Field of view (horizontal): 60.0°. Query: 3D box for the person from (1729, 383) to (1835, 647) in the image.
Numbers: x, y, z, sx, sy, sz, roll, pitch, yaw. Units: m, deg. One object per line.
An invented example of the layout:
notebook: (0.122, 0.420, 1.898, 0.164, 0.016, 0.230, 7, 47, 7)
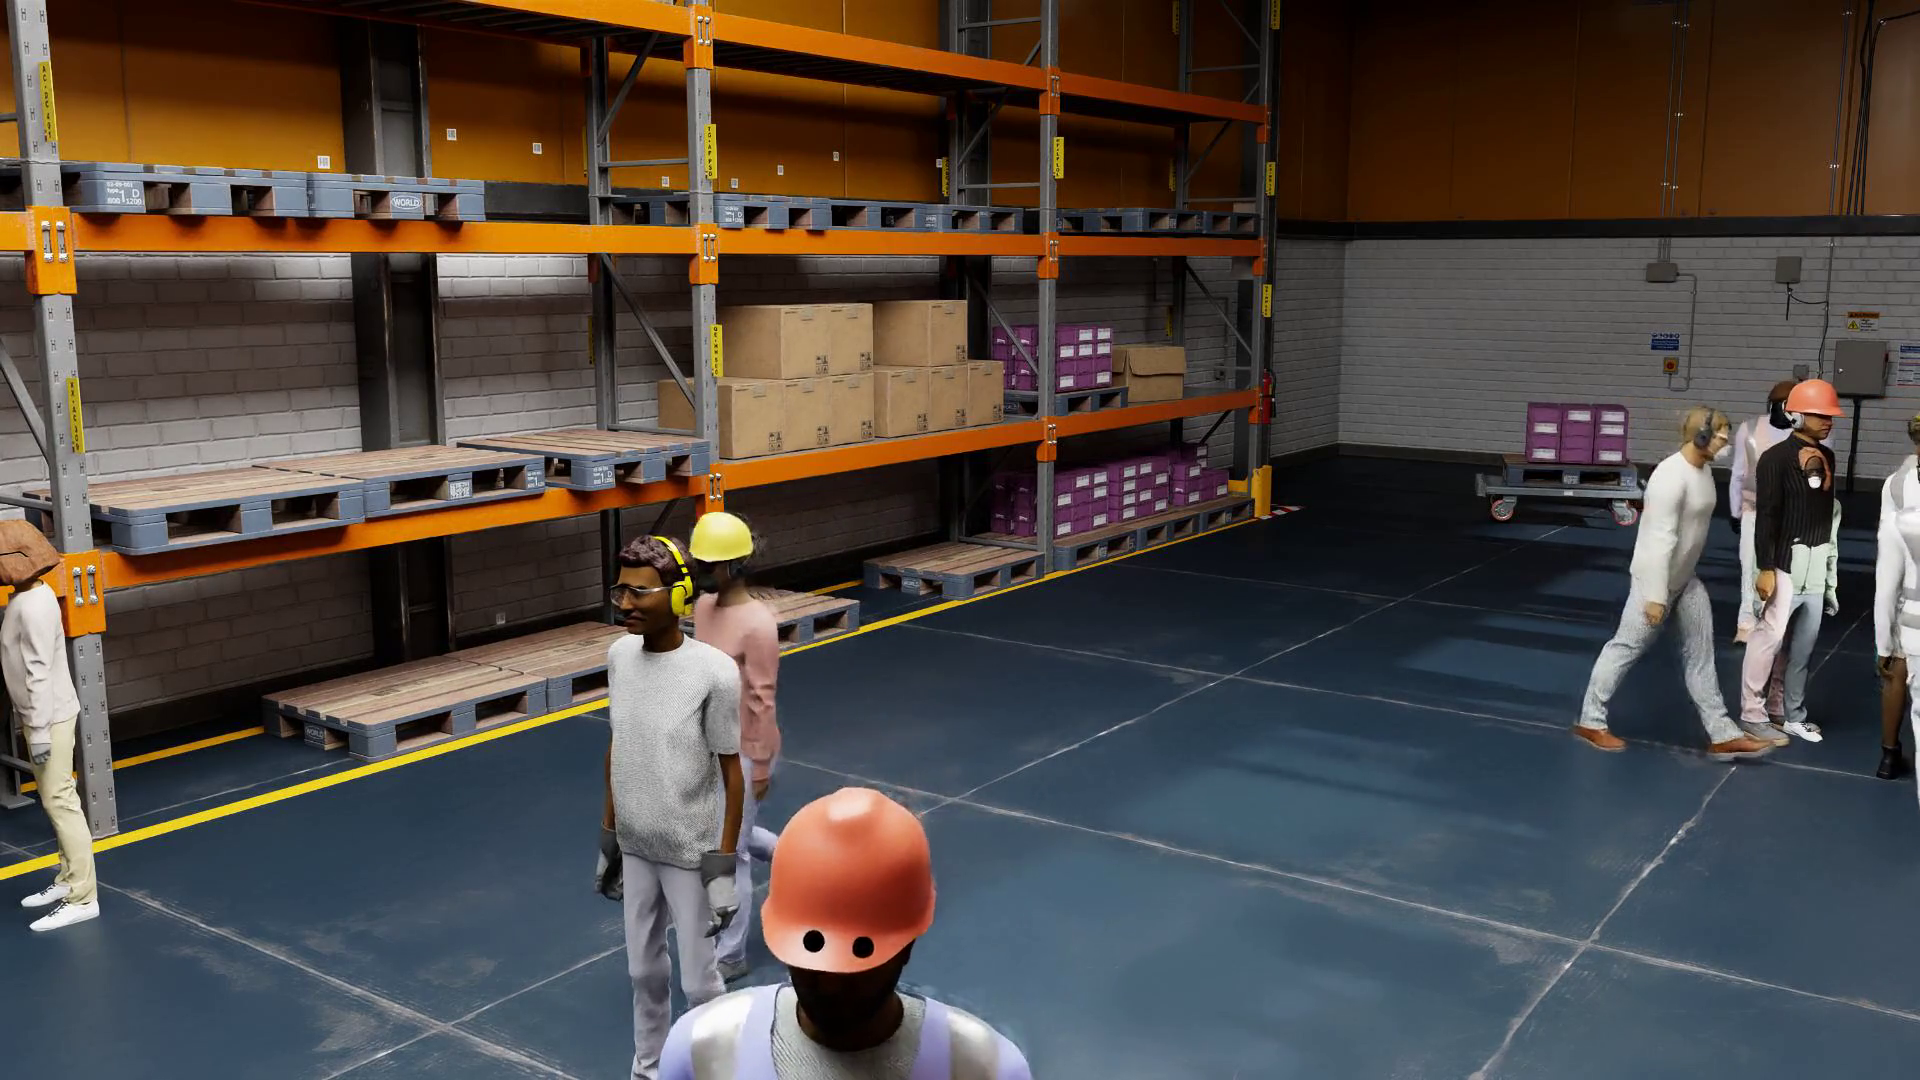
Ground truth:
person: (5.531, -0.149, 11.240, 0.655, 1.798, 0.920, 5, 11, 30)

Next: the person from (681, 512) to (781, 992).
person: (-0.752, 0.745, 6.113, 0.657, 1.746, 0.529, -7, 12, -35)

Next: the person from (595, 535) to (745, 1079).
person: (-0.842, 0.904, 4.757, 0.520, 1.873, 0.328, 6, 11, 31)

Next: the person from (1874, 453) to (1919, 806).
person: (4.395, 0.470, 7.403, 0.640, 1.853, 0.683, 4, 10, 21)

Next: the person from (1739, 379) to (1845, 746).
person: (4.555, 0.119, 9.065, 0.623, 1.992, 0.397, -6, 11, -33)

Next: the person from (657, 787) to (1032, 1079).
person: (-0.169, 1.262, 2.478, 0.576, 1.923, 0.588, 1, 10, 5)

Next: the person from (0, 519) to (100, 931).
person: (-3.650, 0.720, 6.597, 0.285, 1.626, 0.496, -6, 11, -33)

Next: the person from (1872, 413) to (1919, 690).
person: (5.820, 0.072, 10.164, 0.315, 1.726, 0.627, 7, 12, 37)

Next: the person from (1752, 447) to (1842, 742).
person: (4.545, 0.300, 9.059, 0.507, 1.633, 0.276, -2, 10, -10)

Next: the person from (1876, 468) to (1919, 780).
person: (4.870, 0.274, 8.309, 0.364, 1.939, 0.542, -7, 12, -37)

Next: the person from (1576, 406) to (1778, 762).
person: (3.786, 0.239, 8.712, 1.016, 1.868, 0.701, 8, 13, 41)
